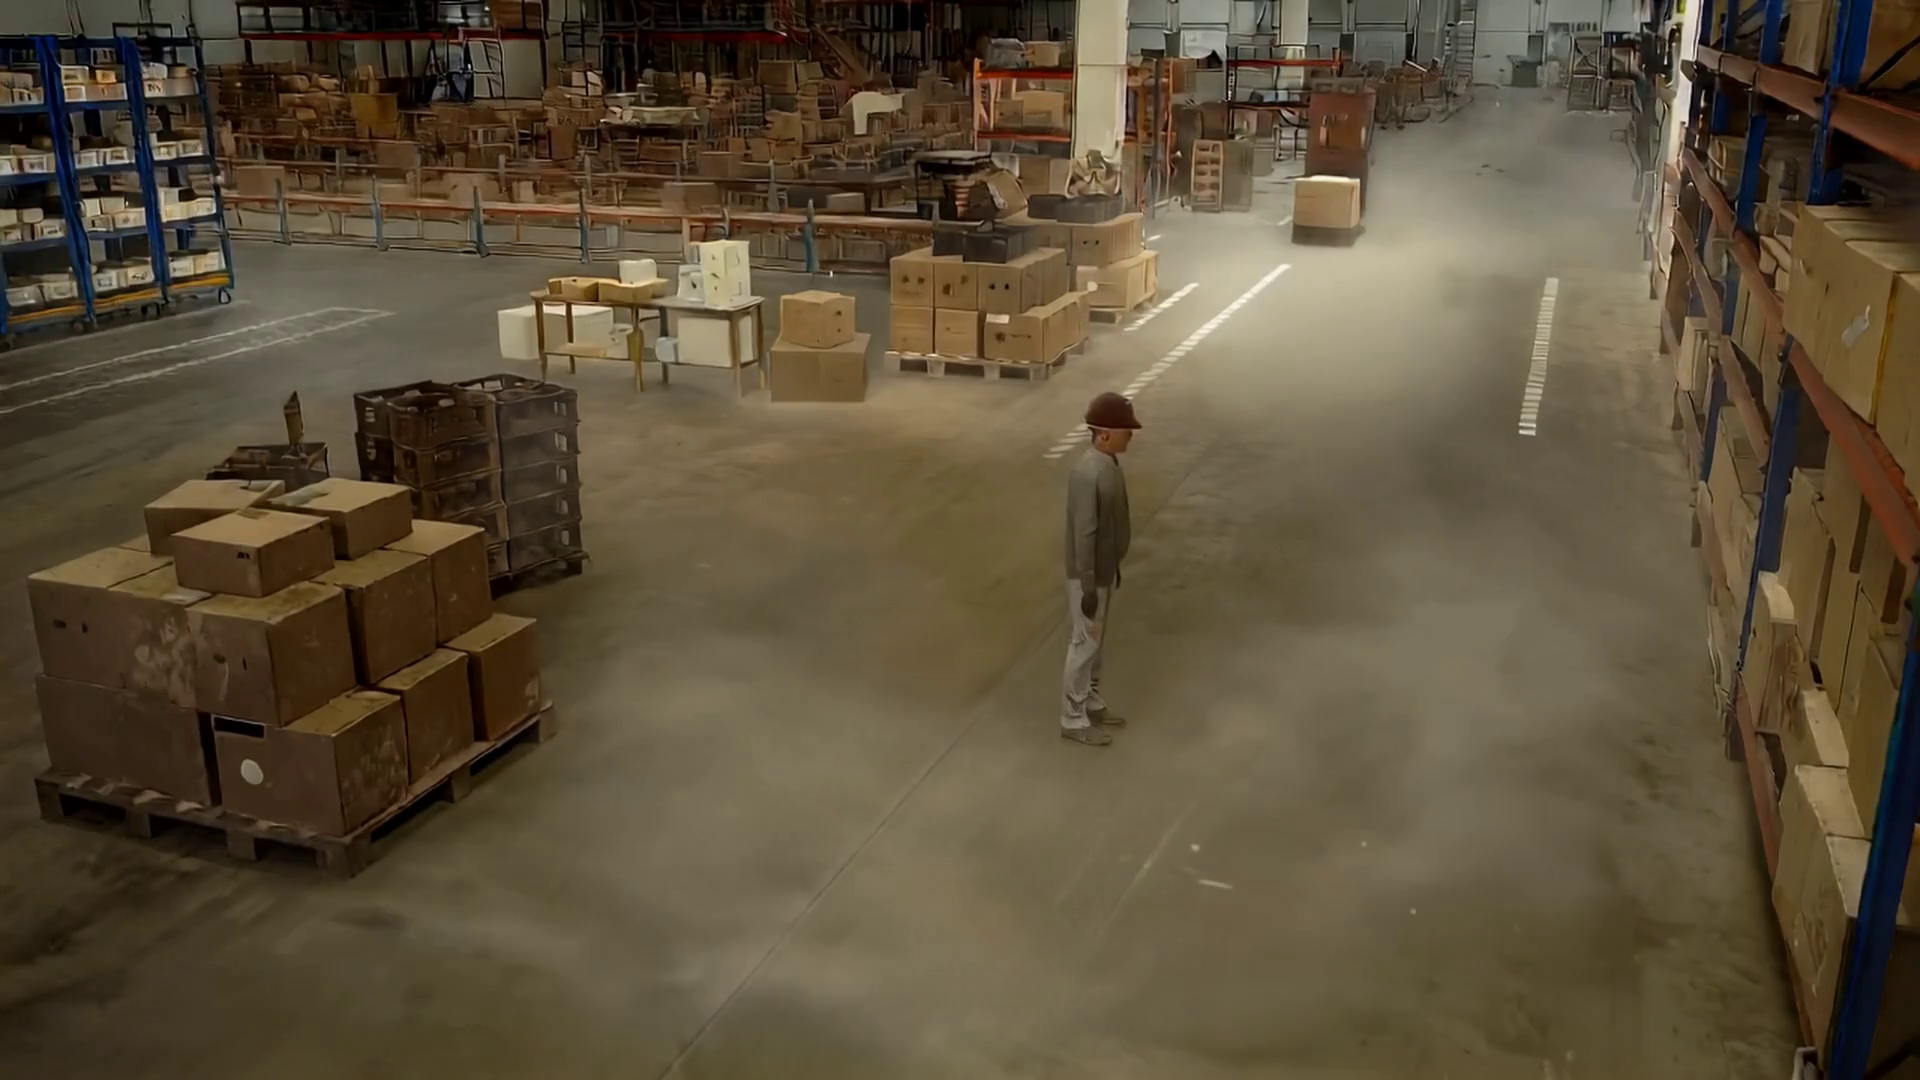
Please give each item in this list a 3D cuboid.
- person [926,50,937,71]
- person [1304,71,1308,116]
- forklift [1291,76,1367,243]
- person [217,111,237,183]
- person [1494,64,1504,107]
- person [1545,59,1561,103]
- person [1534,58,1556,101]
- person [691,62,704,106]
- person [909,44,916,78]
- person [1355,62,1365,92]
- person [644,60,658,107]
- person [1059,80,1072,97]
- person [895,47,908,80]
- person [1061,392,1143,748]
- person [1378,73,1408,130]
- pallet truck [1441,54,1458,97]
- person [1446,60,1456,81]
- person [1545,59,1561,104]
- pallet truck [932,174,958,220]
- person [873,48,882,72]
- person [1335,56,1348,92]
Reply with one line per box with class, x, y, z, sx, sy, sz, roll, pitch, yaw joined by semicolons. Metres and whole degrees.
person;-1.528;-25.272;89.116;0.582;1.917;0.506;5;18;16
person;13.058;-16.876;63.055;0.895;1.711;0.543;12;21;34
forklift;6.598;-6.755;29.381;1.129;2.768;1.873;6;19;19
person;-16.562;-8.824;37.690;0.331;1.768;0.526;-11;21;-30
person;22.921;-19.304;70.657;0.294;1.744;0.486;8;19;23
person;26.184;-20.308;73.557;0.614;1.892;0.818;13;22;34
person;26.354;-20.672;74.713;1.008;1.891;0.651;-4;18;-13
person;-10.917;-18.866;69.053;0.576;1.883;0.362;8;19;23
person;-2.877;-29.046;100.858;0.375;1.995;0.610;-2;18;-7
person;17.334;-19.758;71.951;0.525;1.835;0.909;-6;19;-18
person;-12.427;-18.231;66.796;0.611;2.042;0.394;-16;24;-41
person;4.071;-16.700;62.136;0.641;1.946;0.974;-15;23;-39
person;-3.511;-28.177;98.274;0.854;1.901;0.593;11;21;30
person;0.774;0.162;9.109;0.409;1.987;0.608;5;18;15
person;14.727;-14.851;56.428;0.996;1.881;0.554;5;18;14
pallet truck;22.765;-21.886;78.355;0.823;1.965;1.885;-4;18;-14
person;23.388;-22.072;79.452;0.533;1.675;0.609;-9;20;-27
person;25.841;-19.967;72.478;0.593;1.912;0.524;8;19;23
pallet truck;-0.507;-5.292;27.348;0.653;1.274;1.630;6;19;19
person;-4.768;-28.092;98.159;0.646;1.805;0.883;-7;19;-21
person;18.504;-22.595;80.869;0.748;1.822;0.637;8;19;25
